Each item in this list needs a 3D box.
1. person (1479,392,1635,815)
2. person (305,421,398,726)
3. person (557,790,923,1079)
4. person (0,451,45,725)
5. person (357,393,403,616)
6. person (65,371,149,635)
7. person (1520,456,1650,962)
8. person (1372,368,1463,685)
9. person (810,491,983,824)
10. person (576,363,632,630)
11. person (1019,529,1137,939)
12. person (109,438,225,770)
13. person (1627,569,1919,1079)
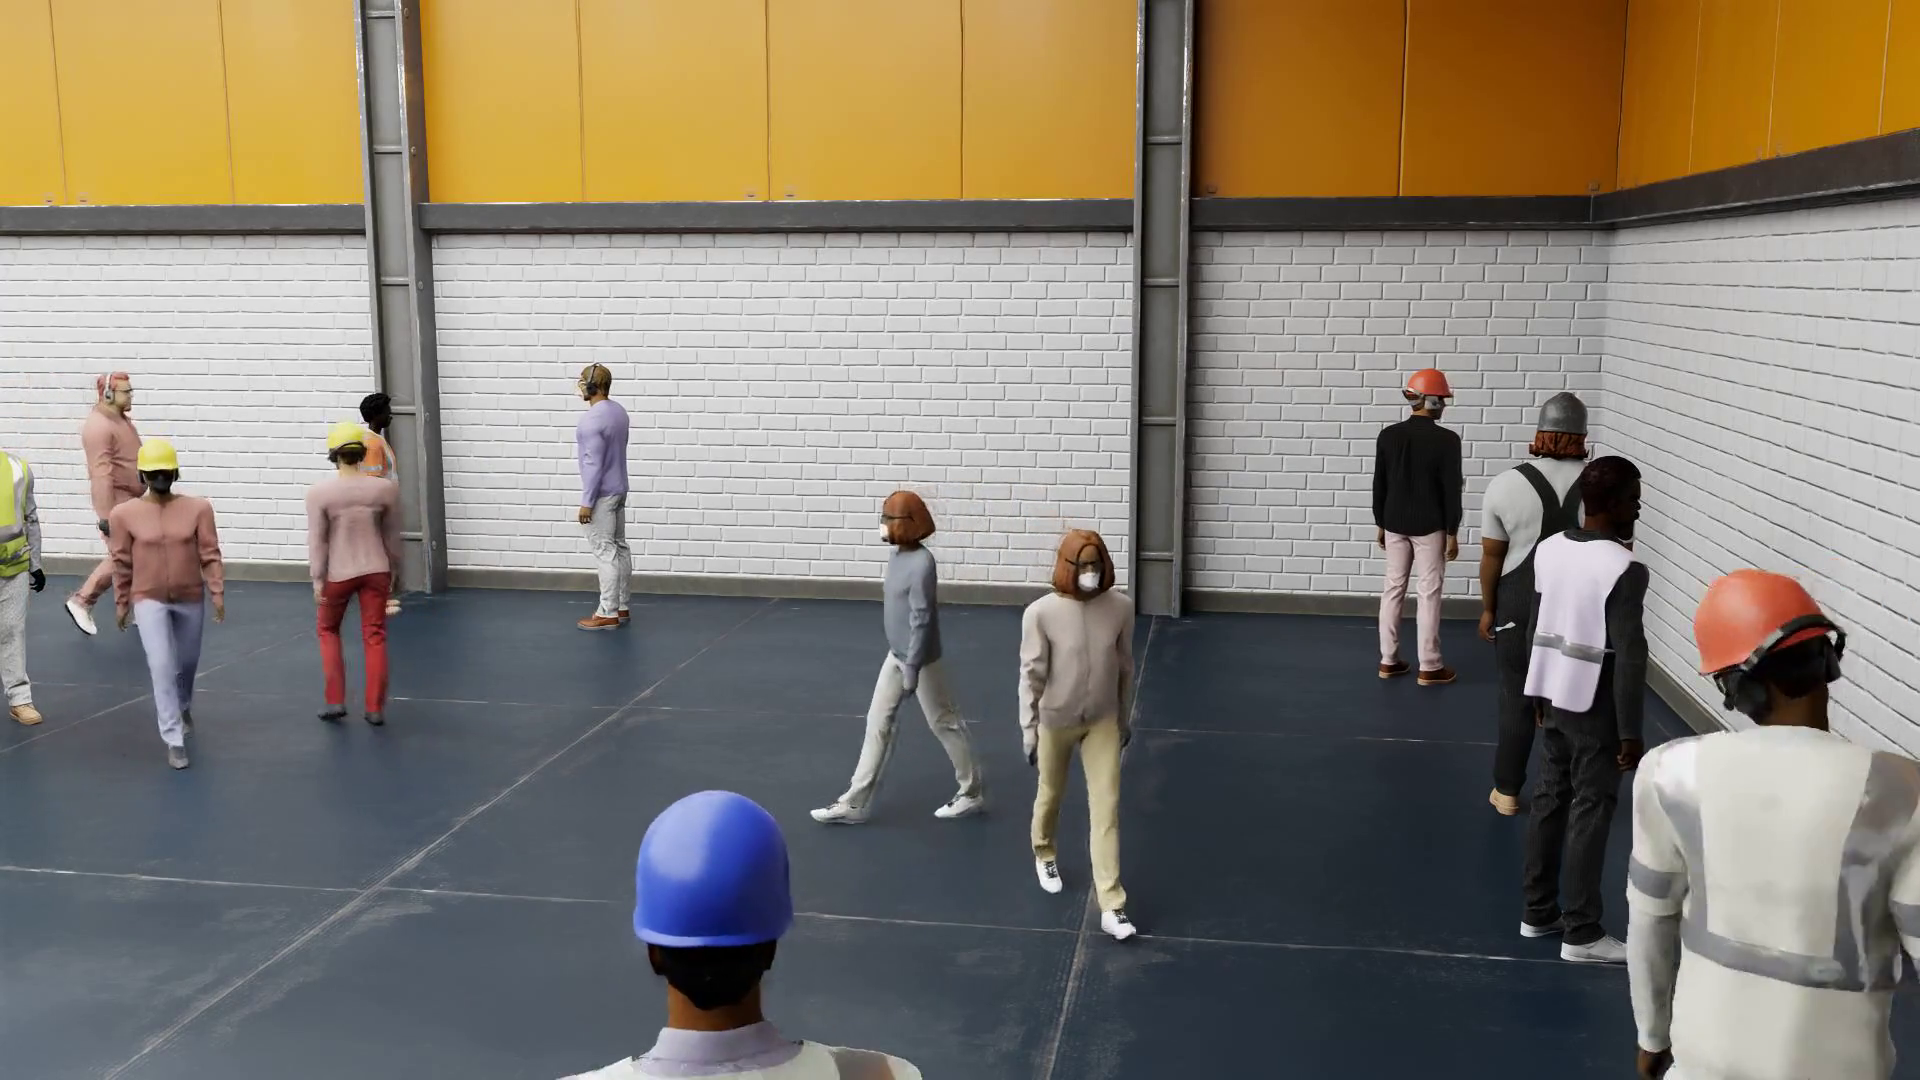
[{"bbox_3d":[2.827,0.306,7.962,0.688,2.000,0.536,2,9,14],"label":"person"},{"bbox_3d":[-3.506,0.190,9.579,0.537,1.752,0.550,-7,11,-36],"label":"person"},{"bbox_3d":[-0.351,1.273,2.400,0.644,1.900,0.957,-2,9,-12],"label":"person"},{"bbox_3d":[-5.521,0.168,9.424,0.429,1.845,0.621,9,13,43],"label":"person"},{"bbox_3d":[-4.415,-0.271,12.609,0.321,1.689,0.530,-3,10,-16],"label":"person"},{"bbox_3d":[-6.083,-0.273,11.998,0.600,1.900,0.692,-2,9,-12],"label":"person"},{"bbox_3d":[2.365,0.633,6.320,0.373,1.917,0.595,-3,10,-15],"label":"person"},{"bbox_3d":[2.901,-0.085,10.523,0.392,1.991,0.612,-8,12,-41],"label":"person"},{"bbox_3d":[-0.259,0.558,7.793,0.847,1.582,0.515,-4,10,-22],"label":"person"},{"bbox_3d":[-2.603,-0.314,12.096,0.372,1.940,0.627,2,9,10],"label":"person"},{"bbox_3d":[0.471,0.736,6.701,0.521,1.582,0.871,-3,10,-16],"label":"person"},{"bbox_3d":[-4.280,0.298,8.985,0.529,1.732,0.882,-6,11,-34],"label":"person"},{"bbox_3d":[1.681,1.074,3.395,0.688,1.995,0.473,8,12,42],"label":"person"}]
